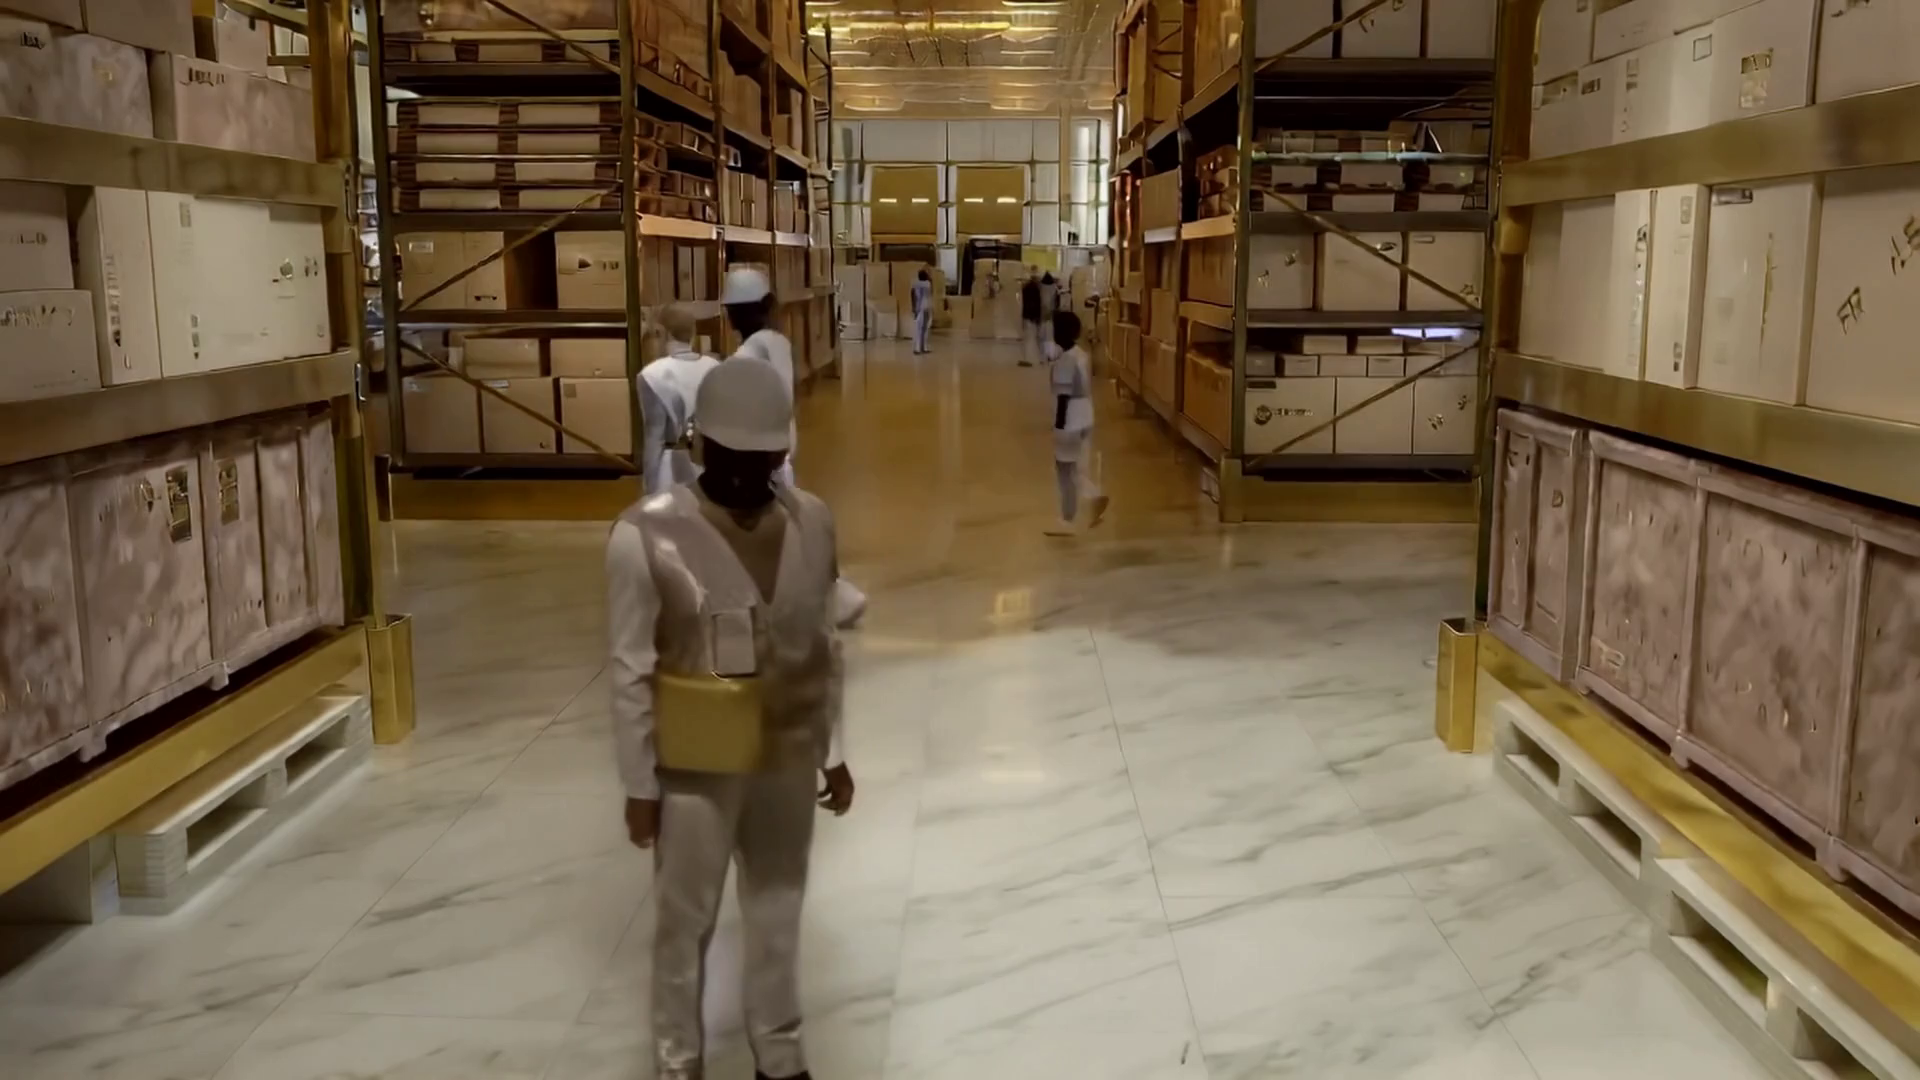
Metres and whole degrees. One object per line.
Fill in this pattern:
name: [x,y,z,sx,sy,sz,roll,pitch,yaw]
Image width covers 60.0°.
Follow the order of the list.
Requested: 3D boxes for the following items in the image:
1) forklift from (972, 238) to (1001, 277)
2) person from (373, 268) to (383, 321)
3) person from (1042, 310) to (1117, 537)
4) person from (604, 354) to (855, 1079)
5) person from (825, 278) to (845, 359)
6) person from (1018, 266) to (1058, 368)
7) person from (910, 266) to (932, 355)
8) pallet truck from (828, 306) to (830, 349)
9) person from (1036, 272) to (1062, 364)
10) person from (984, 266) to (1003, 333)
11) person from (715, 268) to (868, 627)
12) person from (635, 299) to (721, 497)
forklift: [0.866,-8.550,54.779,1.129,2.768,1.873,0,9,1]
person: [-19.766,-8.508,57.037,0.707,2.000,0.563,-3,10,-16]
person: [0.856,-0.847,12.201,0.438,1.677,0.547,3,10,20]
person: [-0.496,0.494,3.767,0.586,1.823,0.403,-7,12,-36]
person: [-2.642,-4.631,34.834,0.318,1.700,0.535,-8,12,-40]
person: [1.503,-4.298,32.080,0.908,1.953,0.649,3,10,20]
person: [-0.835,-5.026,36.488,0.373,1.940,0.629,7,12,37]
pallet truck: [-3.100,-3.940,29.800,1.885,1.965,0.823,3,10,19]
person: [1.716,-4.407,33.111,0.644,1.827,0.533,0,9,2]
person: [1.063,-6.866,47.633,0.825,1.905,0.658,-5,11,-26]
person: [-1.011,-0.473,9.048,1.005,2.008,0.619,3,10,17]
person: [-1.351,-0.263,8.237,0.374,1.840,0.568,7,12,34]
